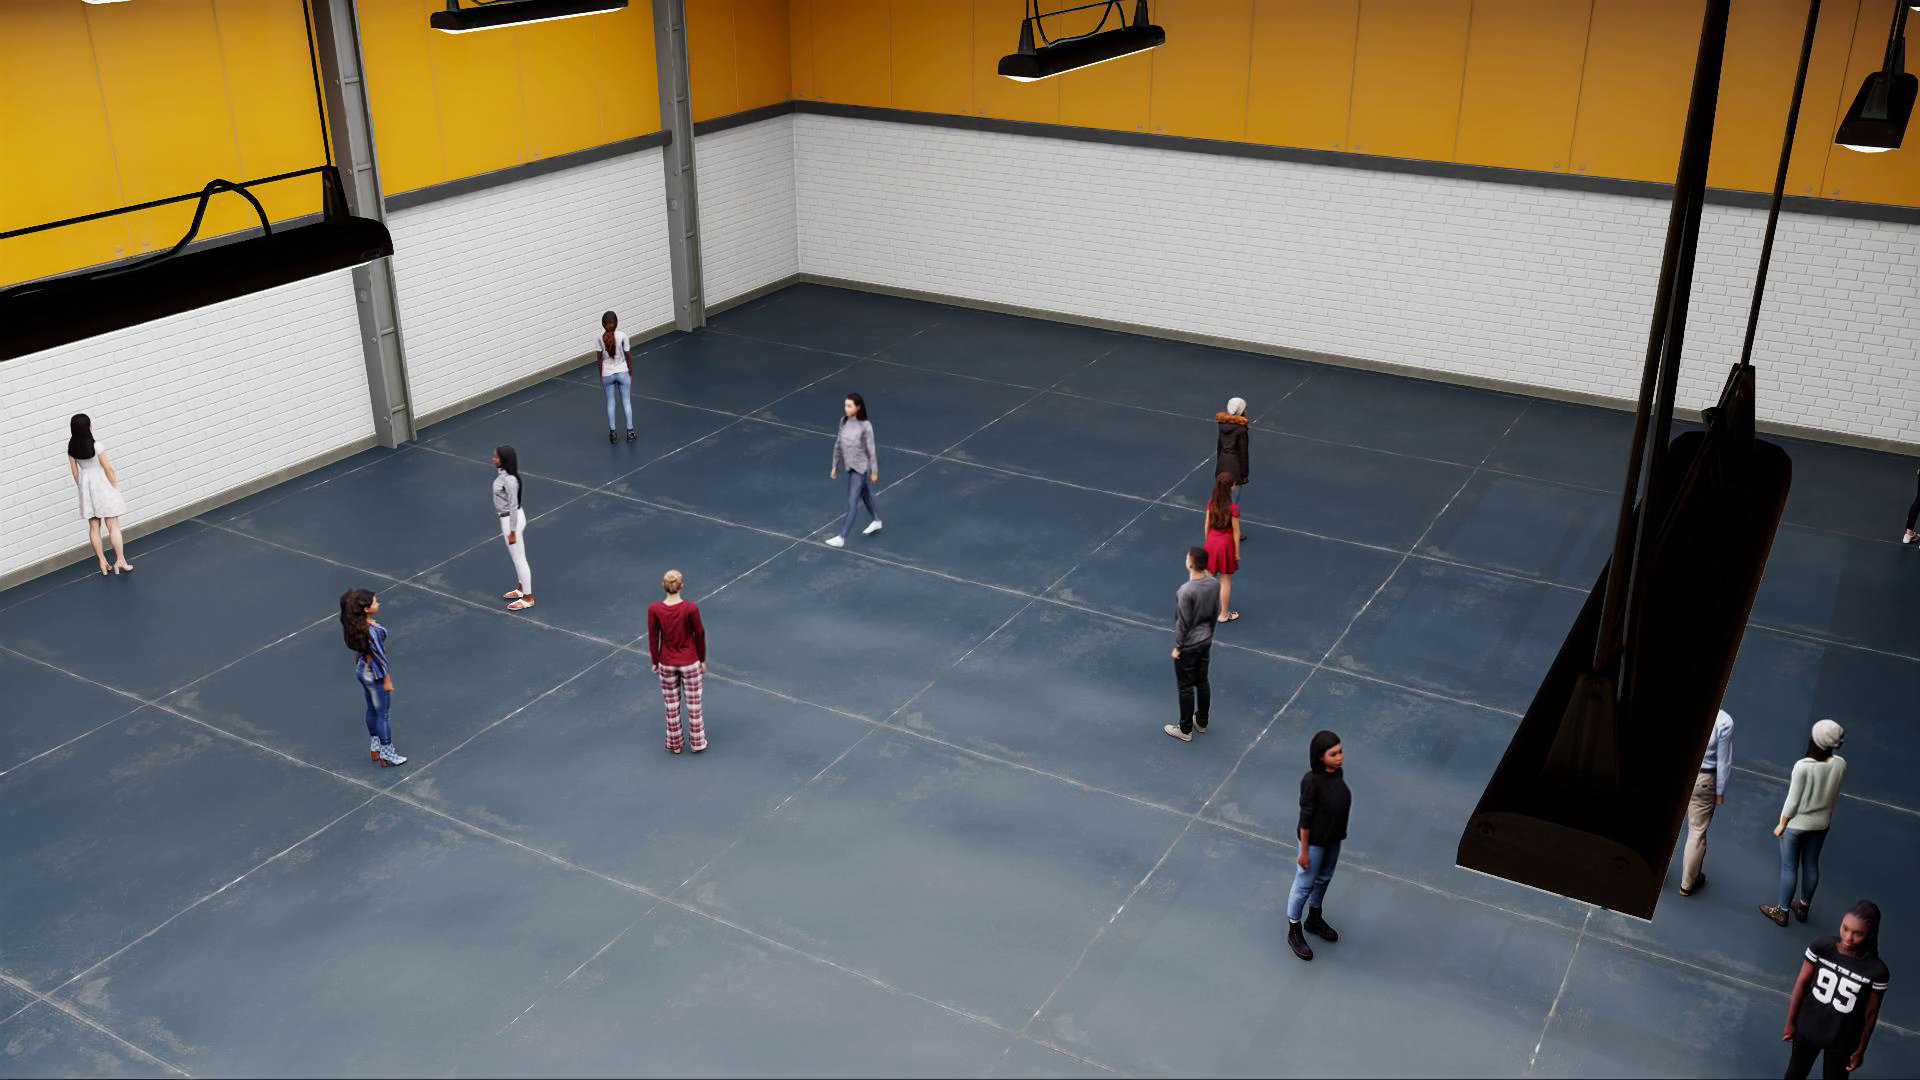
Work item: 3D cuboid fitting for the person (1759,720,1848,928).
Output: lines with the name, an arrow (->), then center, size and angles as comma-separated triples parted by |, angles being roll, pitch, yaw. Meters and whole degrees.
person -> 6.033, 1.999, 11.856 | 0.635, 1.644, 0.681 | -4, 24, -10

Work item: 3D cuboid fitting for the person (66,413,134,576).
person -> -9.002, -0.480, 17.364 | 0.762, 1.775, 0.790 | 1, 24, 1

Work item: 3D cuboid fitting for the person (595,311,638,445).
person -> -4.363, -2.073, 21.079 | 0.672, 1.719, 0.706 | -2, 24, -6

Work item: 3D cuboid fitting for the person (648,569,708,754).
person -> -2.372, 1.015, 14.041 | 0.680, 1.698, 0.673 | 0, 24, -1

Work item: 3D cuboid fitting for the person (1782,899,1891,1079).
person -> 5.090, 2.877, 9.742 | 0.657, 1.729, 0.645 | 20, 30, 38

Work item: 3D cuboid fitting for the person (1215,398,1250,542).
person -> 2.983, -0.789, 18.248 | 0.751, 1.634, 0.729 | -14, 27, -29

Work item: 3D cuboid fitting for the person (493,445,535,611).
person -> -4.482, -0.151, 16.674 | 0.719, 1.724, 0.671 | -8, 25, -17

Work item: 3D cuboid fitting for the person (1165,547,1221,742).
person -> 2.003, 0.880, 14.272 | 0.593, 1.760, 0.748 | -18, 29, -35

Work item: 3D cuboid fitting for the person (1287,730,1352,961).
person -> 2.498, 2.088, 11.580 | 0.571, 1.702, 0.694 | -19, 30, -37

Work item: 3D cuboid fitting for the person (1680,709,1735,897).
person -> 5.350, 1.745, 12.185 | 0.656, 1.846, 0.596 | 15, 28, 31

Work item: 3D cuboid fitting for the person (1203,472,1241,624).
person -> 2.574, 0.058, 16.410 | 0.587, 1.553, 0.642 | 18, 30, 36

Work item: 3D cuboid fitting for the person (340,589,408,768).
person -> -4.887, 1.133, 13.873 | 0.659, 1.617, 0.676 | -19, 30, -36

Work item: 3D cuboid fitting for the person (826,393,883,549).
person -> -1.059, -0.793, 18.198 | 0.804, 1.680, 1.212 | 20, 30, 38
